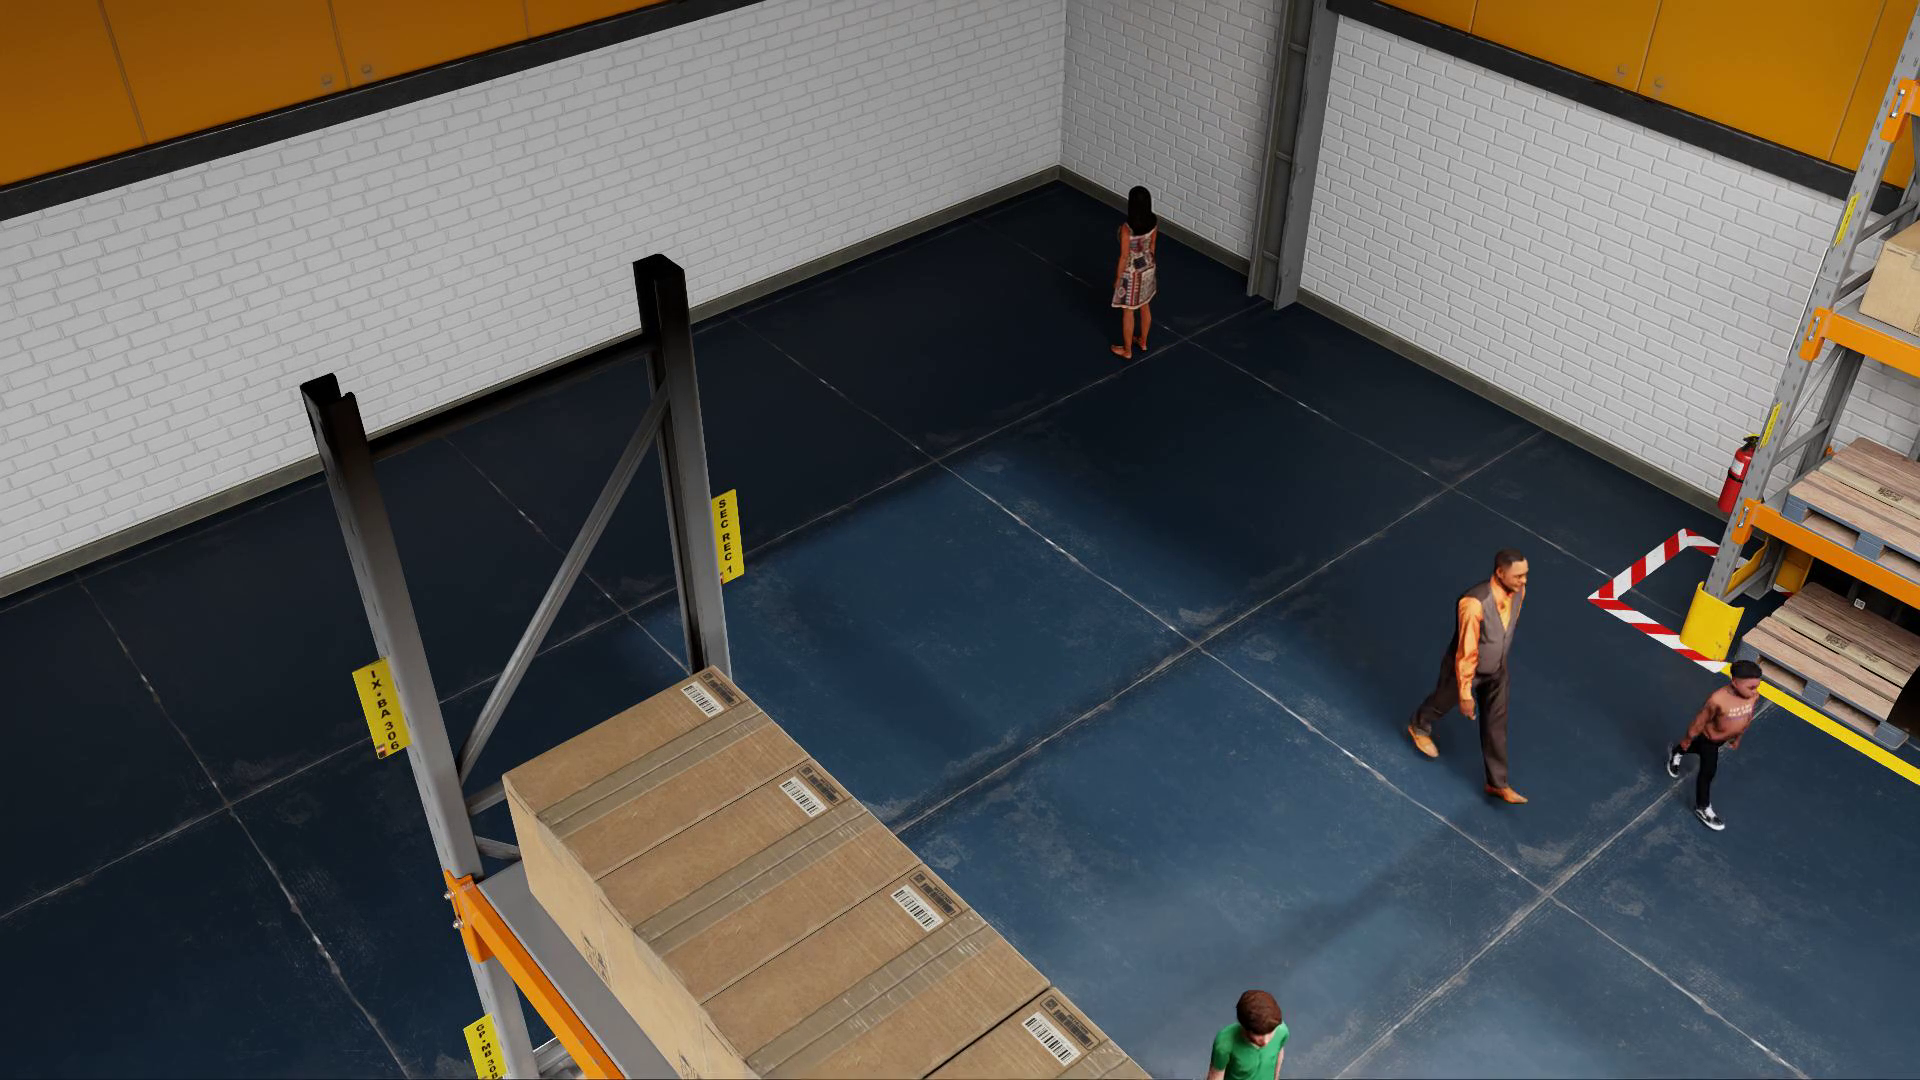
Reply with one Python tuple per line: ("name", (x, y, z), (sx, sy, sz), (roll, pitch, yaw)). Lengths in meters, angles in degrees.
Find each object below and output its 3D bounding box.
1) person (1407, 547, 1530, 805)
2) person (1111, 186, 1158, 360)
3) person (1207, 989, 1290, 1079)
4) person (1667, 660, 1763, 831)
("person", (3.210, 0.758, 10.645), (0.916, 1.859, 1.310), (-17, 42, -20))
("person", (1.557, -2.381, 14.746), (0.651, 1.645, 0.521), (-26, 45, -29))
("person", (1.358, 2.739, 8.367), (0.922, 1.606, 1.165), (-8, 39, -10))
("person", (4.788, 1.178, 10.620), (0.783, 1.233, 0.997), (-8, 39, -10))
